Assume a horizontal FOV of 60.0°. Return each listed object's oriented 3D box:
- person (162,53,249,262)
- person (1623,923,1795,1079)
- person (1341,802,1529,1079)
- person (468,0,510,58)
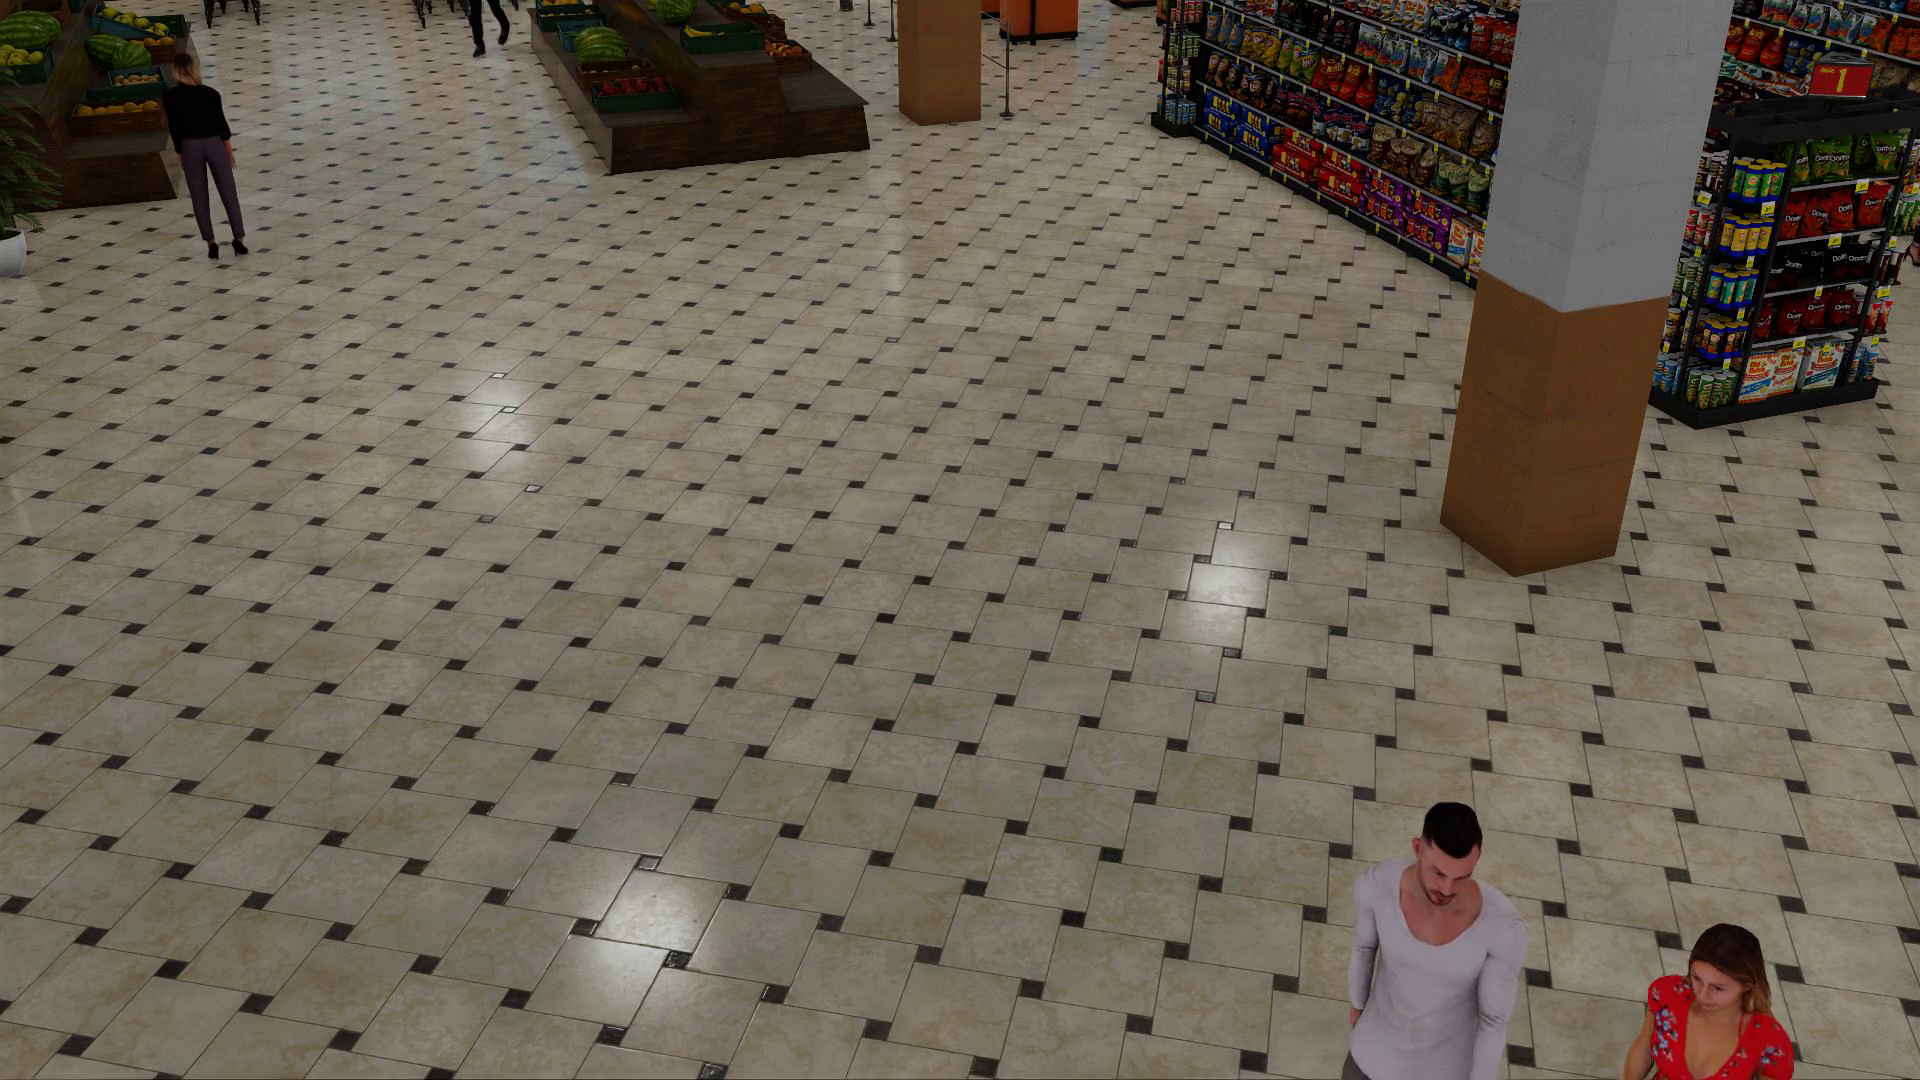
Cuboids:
[{"bbox_3d":[-6.157,-3.115,13.556,0.599,1.669,0.533,-11,30,-19],"label":"person"},{"bbox_3d":[2.143,1.698,4.851,0.956,1.564,0.958,19,34,30],"label":"person"},{"bbox_3d":[1.414,1.480,5.025,1.117,1.781,1.146,15,32,25],"label":"person"},{"bbox_3d":[-5.786,-6.859,20.267,0.916,1.810,1.189,2,29,3],"label":"person"}]
